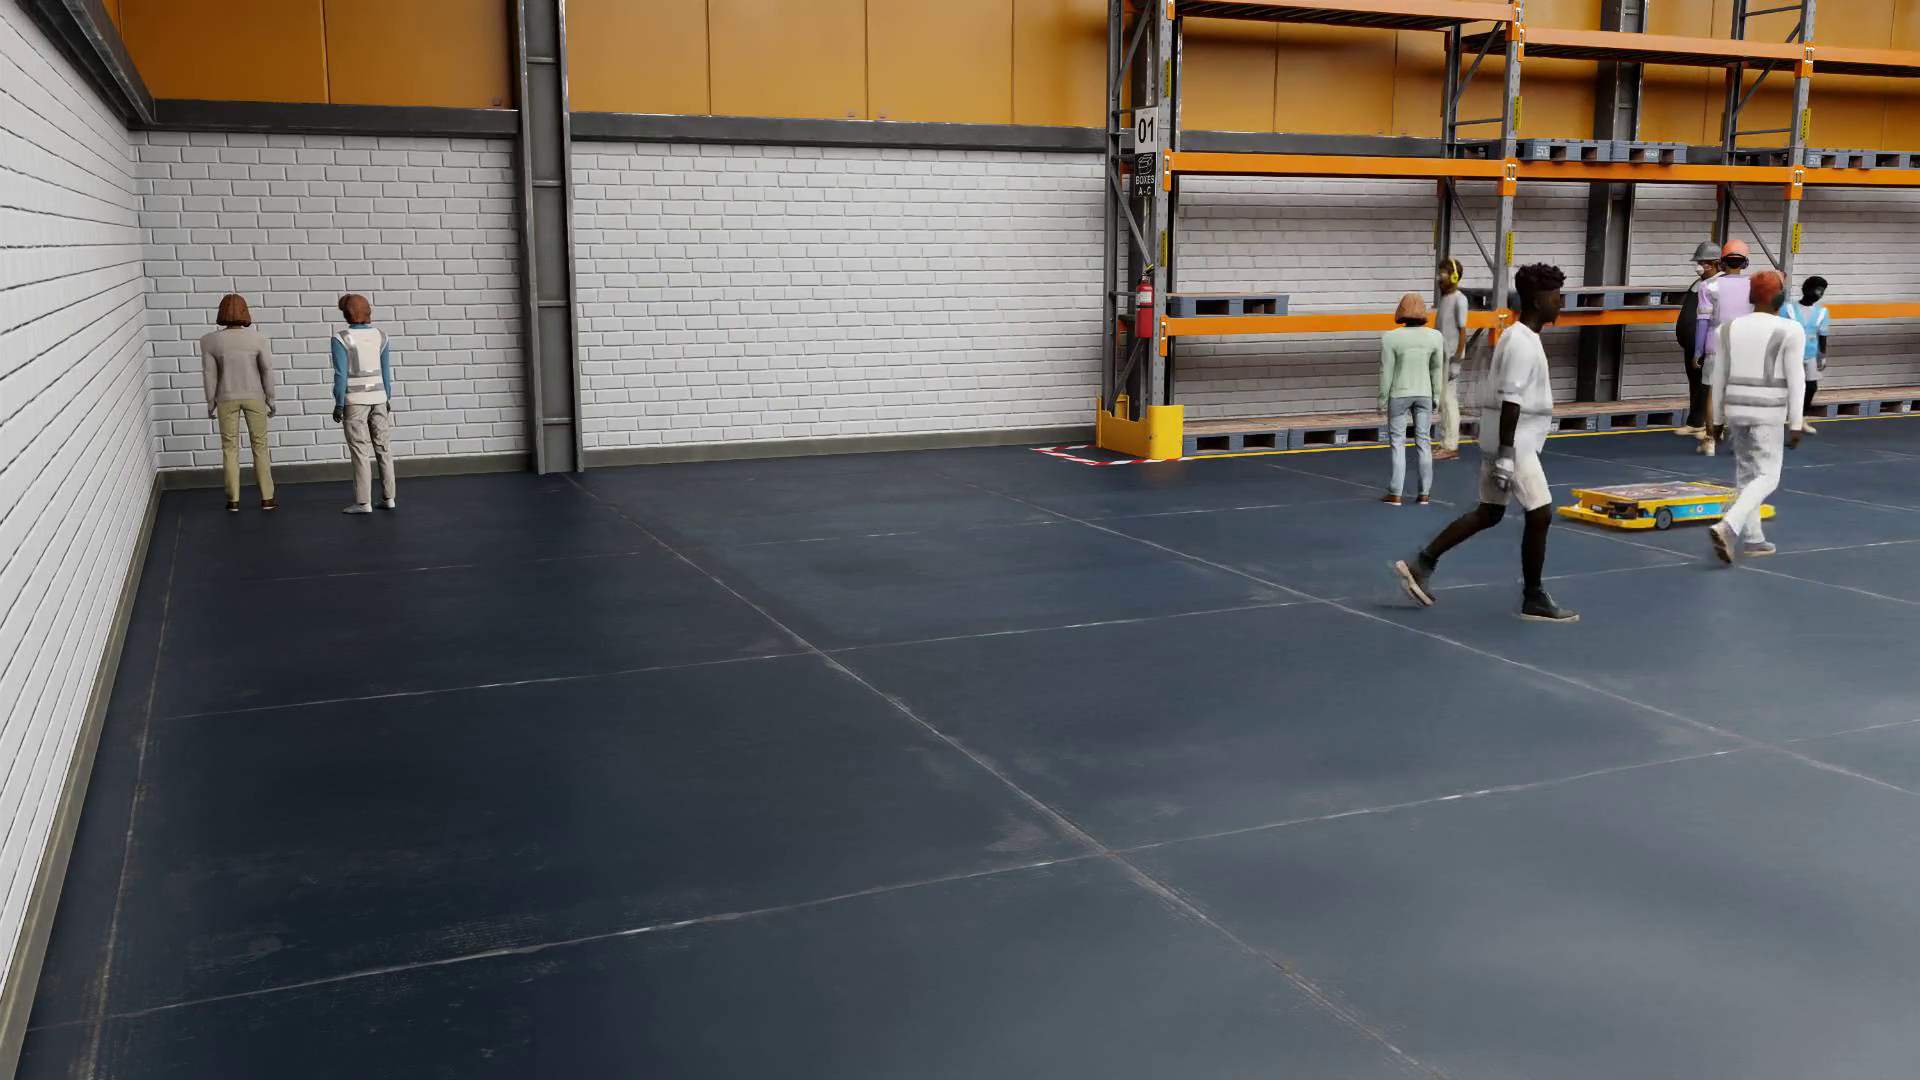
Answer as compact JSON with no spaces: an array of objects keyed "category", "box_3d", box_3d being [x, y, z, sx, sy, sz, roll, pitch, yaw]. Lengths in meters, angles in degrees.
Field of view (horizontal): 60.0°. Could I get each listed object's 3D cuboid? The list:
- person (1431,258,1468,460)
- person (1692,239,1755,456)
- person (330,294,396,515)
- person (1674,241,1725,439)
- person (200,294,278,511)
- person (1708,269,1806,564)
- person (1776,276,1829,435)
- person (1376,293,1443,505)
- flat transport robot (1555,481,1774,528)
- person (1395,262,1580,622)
[{"category":"person","box_3d":[4.539,-1.682,15.517,0.309,1.869,0.525,-1,10,-6]},{"category":"person","box_3d":[7.249,-1.808,15.726,0.611,2.042,0.395,2,10,11]},{"category":"person","box_3d":[-4.450,-1.008,12.396,0.310,1.638,0.522,6,12,28]},{"category":"person","box_3d":[7.666,-2.067,17.174,0.535,2.000,0.679,-1,10,-6]},{"category":"person","box_3d":[-5.418,-1.030,12.531,0.497,1.633,0.284,-3,11,-18]},{"category":"person","box_3d":[4.991,-0.772,10.473,0.831,1.860,0.594,-6,12,-31]},{"category":"person","box_3d":[8.715,-1.909,17.336,0.582,1.675,0.358,1,10,6]},{"category":"person","box_3d":[3.461,-1.080,12.810,0.507,1.631,0.266,-1,10,-7]},{"category":"flat transport robot","box_3d":[5.121,-0.268,12.081,1.431,0.197,0.652,-4,11,-22]},{"category":"person","box_3d":[2.861,-0.526,8.947,0.916,1.934,0.619,3,10,14]}]
